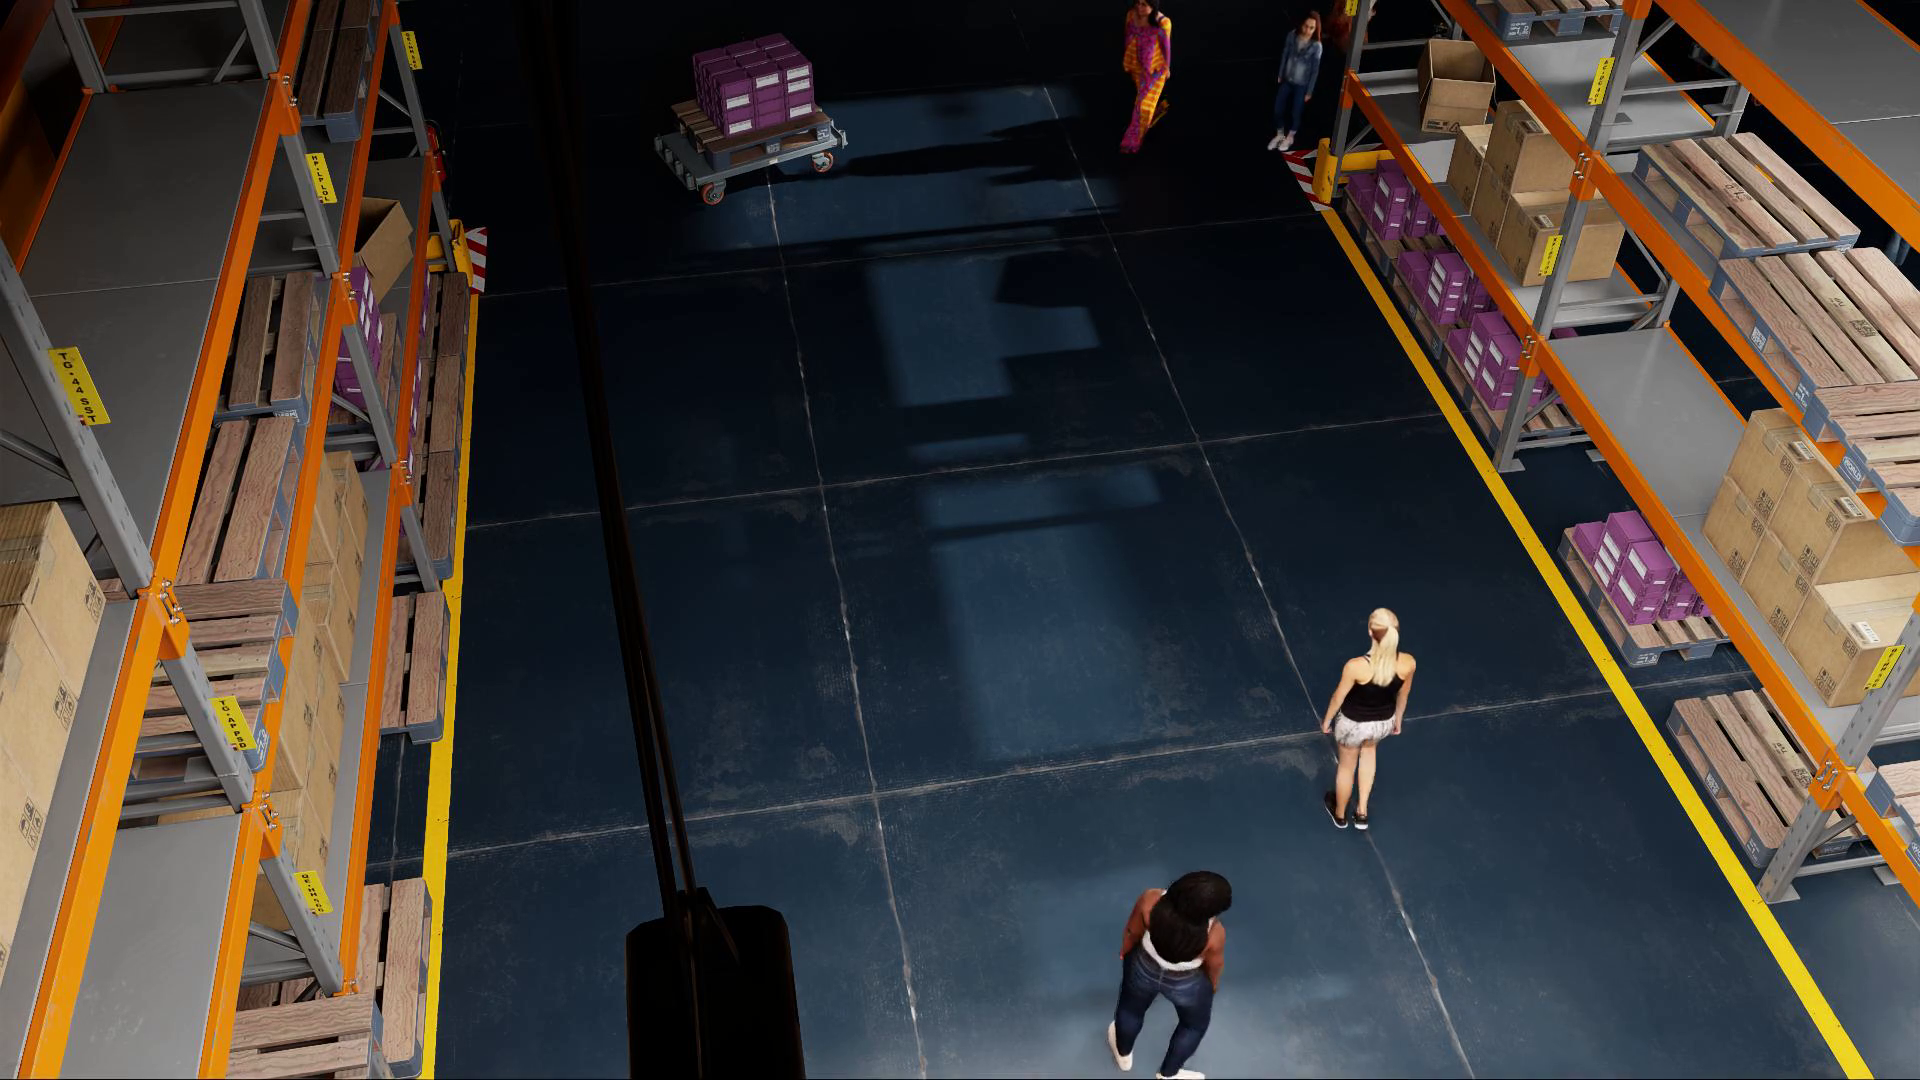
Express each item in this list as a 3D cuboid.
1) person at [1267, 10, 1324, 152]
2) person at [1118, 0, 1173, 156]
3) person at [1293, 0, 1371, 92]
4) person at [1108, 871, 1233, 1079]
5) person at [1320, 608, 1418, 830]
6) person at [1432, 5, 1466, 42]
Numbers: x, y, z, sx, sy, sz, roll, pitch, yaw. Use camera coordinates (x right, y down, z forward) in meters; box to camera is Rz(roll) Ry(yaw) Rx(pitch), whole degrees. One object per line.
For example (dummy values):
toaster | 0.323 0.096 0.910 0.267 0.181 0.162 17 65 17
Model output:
person | 3.264 -4.408 15.900 0.678 1.466 0.747 31 52 28
person | 1.833 -4.583 15.964 1.234 1.631 1.224 30 51 28
person | 3.906 -5.089 16.456 0.833 1.685 1.040 0 44 0
person | 1.085 2.285 8.652 0.862 1.773 0.880 9 44 9
person | 2.422 1.131 9.820 0.639 1.832 0.679 -4 44 -4
person | 5.219 -5.887 17.287 0.762 1.696 0.830 15 46 15
